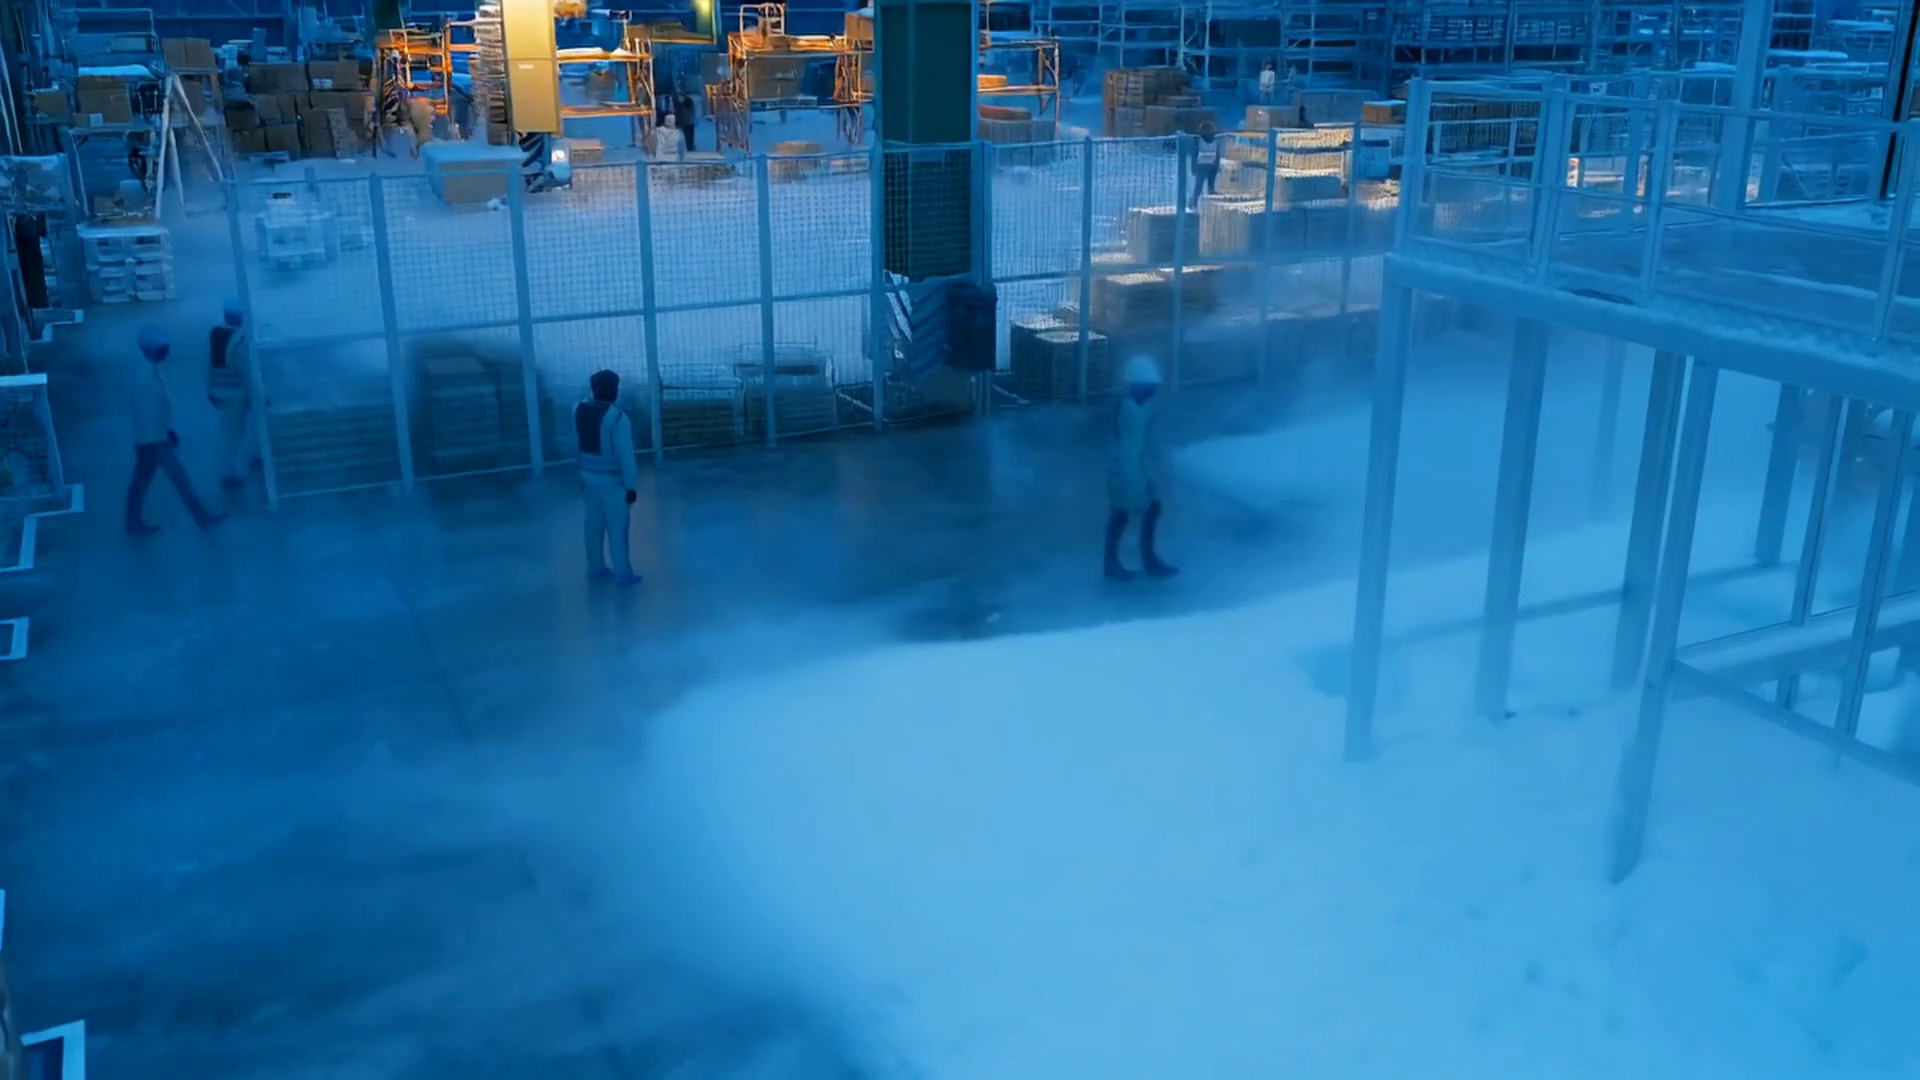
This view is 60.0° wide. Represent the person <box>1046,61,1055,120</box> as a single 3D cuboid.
[{"bbox_3d":[3.051,-15.022,55.644,0.377,1.936,0.627,-2,19,-6],"label":"person"}]

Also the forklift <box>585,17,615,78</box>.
[{"bbox_3d":[-15.443,-21.475,72.921,1.873,2.768,1.129,-11,22,-28],"label":"forklift"}]

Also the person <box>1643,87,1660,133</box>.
[{"bbox_3d":[20.082,-12.397,48.535,0.523,1.600,0.791,4,19,12],"label":"person"}]

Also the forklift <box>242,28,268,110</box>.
[{"bbox_3d":[-24.981,-16.906,59.677,1.873,2.768,1.129,-9,21,-25],"label":"forklift"}]

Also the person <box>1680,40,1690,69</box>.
[{"bbox_3d":[33.698,-22.415,77.436,0.451,1.685,0.548,-7,20,-19],"label":"person"}]

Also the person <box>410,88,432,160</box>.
[{"bbox_3d":[-14.273,-10.967,43.973,0.630,1.894,0.607,7,20,19],"label":"person"}]

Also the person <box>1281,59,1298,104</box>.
[{"bbox_3d":[12.488,-17.161,62.255,0.857,1.653,0.537,-7,20,-20],"label":"person"}]

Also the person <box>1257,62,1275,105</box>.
[{"bbox_3d":[10.359,-15.245,56.385,0.410,1.870,0.599,-18,26,-42],"label":"person"}]

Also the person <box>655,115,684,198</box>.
[{"bbox_3d":[-6.500,-8.582,37.166,0.652,1.817,0.684,-10,22,-28],"label":"person"}]

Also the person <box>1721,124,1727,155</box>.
[{"bbox_3d":[17.666,-8.895,37.896,0.614,1.939,0.888,-6,20,-16],"label":"person"}]

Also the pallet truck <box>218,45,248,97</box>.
[{"bbox_3d":[-28.879,-18.665,66.111,0.823,1.965,1.885,-3,19,-9],"label":"pallet truck"}]

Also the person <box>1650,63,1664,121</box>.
[{"bbox_3d":[23.093,-14.831,55.141,0.809,1.917,0.547,-10,22,-27],"label":"person"}]

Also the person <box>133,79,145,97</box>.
[{"bbox_3d":[-25.317,-13.406,51.425,0.521,1.633,0.313,6,20,18],"label":"person"}]

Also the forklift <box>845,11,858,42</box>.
[{"bbox_3d":[-5.436,-25.090,83.401,1.873,2.768,1.129,-9,21,-25],"label":"forklift"}]

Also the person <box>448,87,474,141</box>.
[{"bbox_3d":[-13.198,-11.009,44.063,0.643,1.902,0.509,-4,20,-13],"label":"person"}]

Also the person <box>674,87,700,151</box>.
[{"bbox_3d":[-7.331,-11.178,44.580,0.684,1.876,0.678,4,19,10],"label":"person"}]

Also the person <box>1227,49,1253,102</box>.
[{"bbox_3d":[10.709,-17.614,63.144,1.012,1.960,0.623,14,24,35],"label":"person"}]

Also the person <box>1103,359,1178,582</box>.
[{"bbox_3d":[1.551,-0.549,13.714,0.763,1.912,0.584,3,19,10],"label":"person"}]

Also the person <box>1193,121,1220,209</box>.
[{"bbox_3d":[5.188,-7.898,35.102,0.613,1.877,0.991,-4,20,-13],"label":"person"}]

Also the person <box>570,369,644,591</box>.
[{"bbox_3d":[-2.895,-0.496,13.700,0.623,1.835,0.431,12,22,31],"label":"person"}]

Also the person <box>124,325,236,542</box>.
[{"bbox_3d":[-7.096,-0.947,14.830,1.003,1.936,0.626,-9,21,-25],"label":"person"}]

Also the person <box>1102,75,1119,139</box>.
[{"bbox_3d":[4.501,-12.952,49.764,0.509,1.860,0.334,7,20,21],"label":"person"}]

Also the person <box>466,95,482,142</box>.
[{"bbox_3d":[-13.179,-11.174,44.919,0.540,1.663,0.842,-11,22,-29],"label":"person"}]

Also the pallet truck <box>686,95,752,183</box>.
[{"bbox_3d":[-5.836,-9.608,39.856,0.823,1.965,1.885,10,22,27],"label":"pallet truck"}]

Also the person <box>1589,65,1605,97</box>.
[{"bbox_3d":[20.483,-14.307,53.587,0.523,1.927,0.559,-12,23,-32],"label":"person"}]

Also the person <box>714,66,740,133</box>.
[{"bbox_3d":[-7.257,-13.659,51.534,0.891,2.000,0.687,-10,21,-26],"label":"person"}]

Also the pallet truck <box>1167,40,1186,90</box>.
[{"bbox_3d":[9.045,-19.971,69.895,0.823,1.965,1.885,-3,19,-8],"label":"pallet truck"}]

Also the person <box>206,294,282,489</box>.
[{"bbox_3d":[-7.087,-1.475,16.438,0.628,1.900,0.819,14,23,34],"label":"person"}]
